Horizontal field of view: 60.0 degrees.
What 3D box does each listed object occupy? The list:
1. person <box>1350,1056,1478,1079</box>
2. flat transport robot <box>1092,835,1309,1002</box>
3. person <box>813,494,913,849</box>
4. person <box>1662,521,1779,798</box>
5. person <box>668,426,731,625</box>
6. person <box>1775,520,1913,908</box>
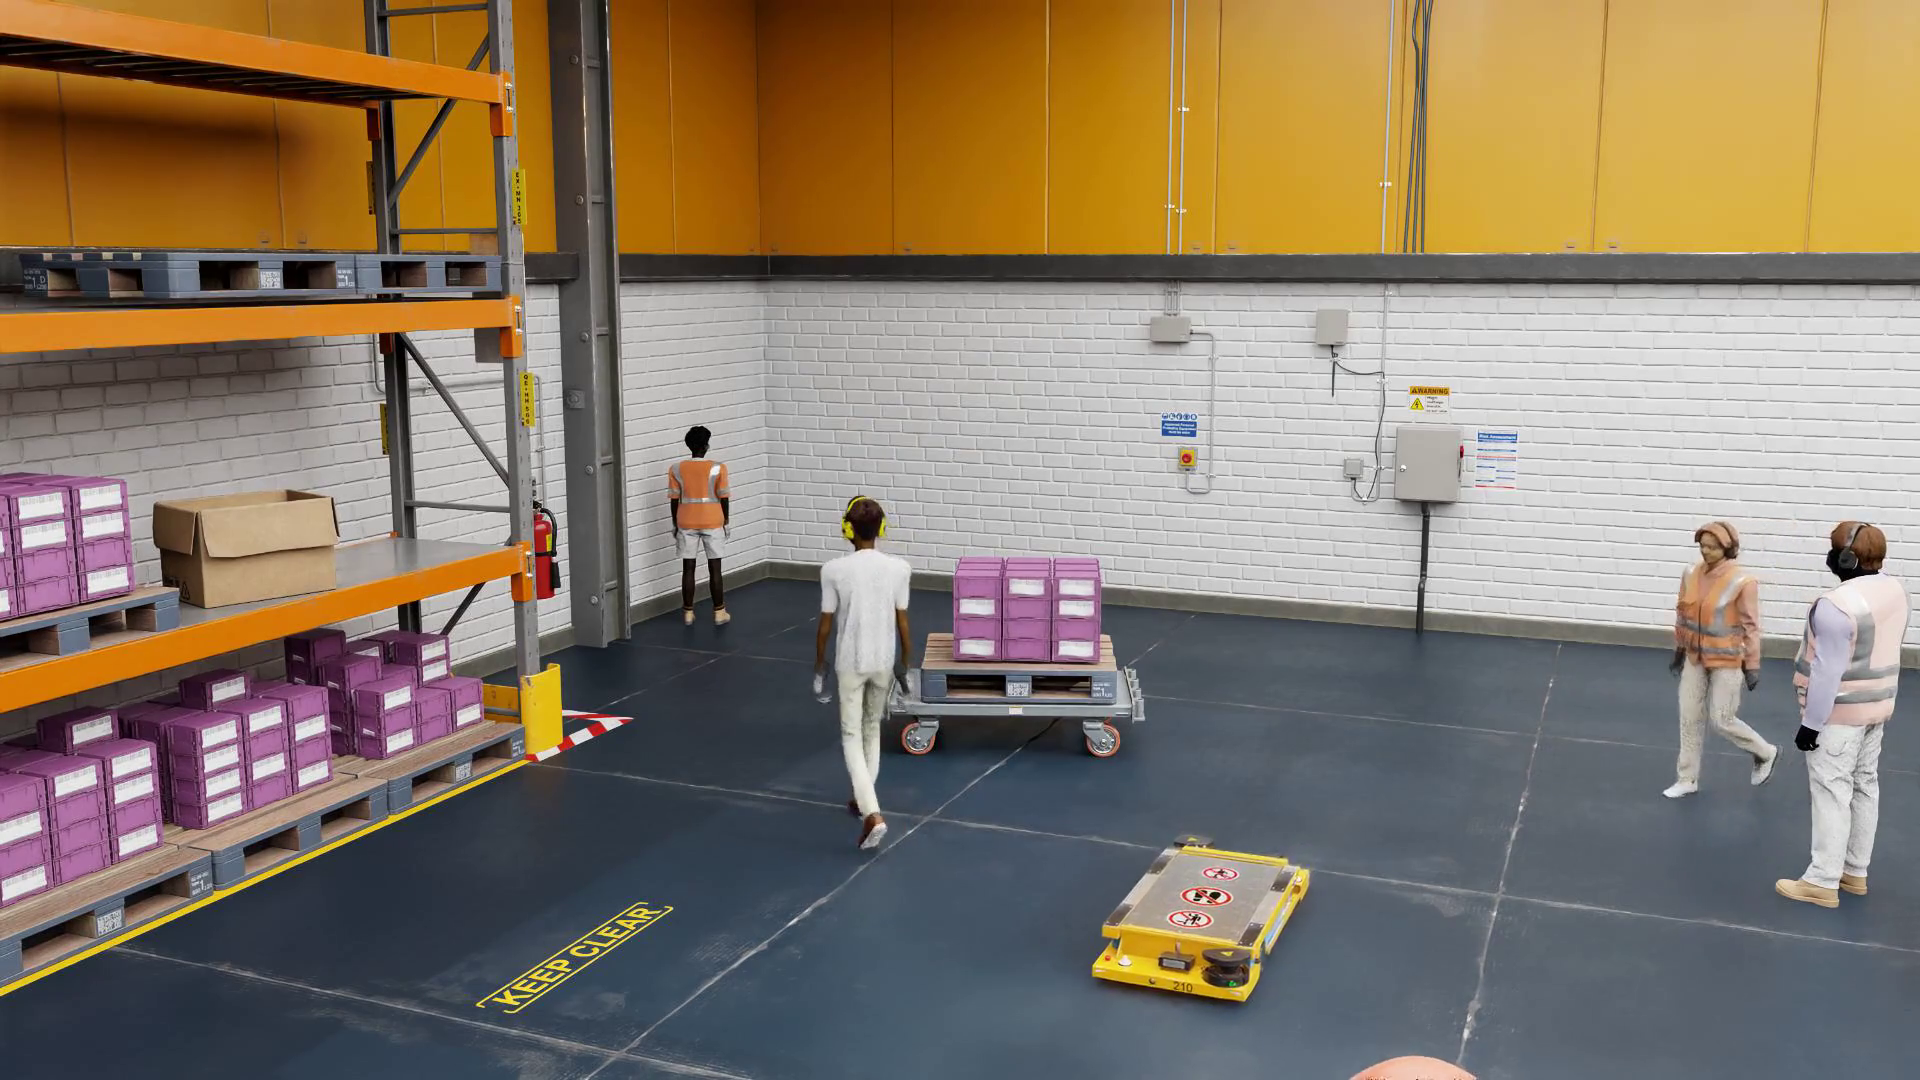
[{"bbox_3d":[0.632,1.663,2.363,0.614,1.988,0.396,8,13,42],"label":"person"},{"bbox_3d":[1.122,1.670,7.512,0.652,0.197,1.431,4,10,22],"label":"flat transport robot"},{"bbox_3d":[-0.503,0.676,8.811,0.536,1.841,0.887,-4,10,-21],"label":"person"},{"bbox_3d":[4.342,0.680,9.444,0.553,1.618,0.545,-4,10,-21],"label":"person"},{"bbox_3d":[-2.191,-0.118,14.052,0.530,1.692,0.321,1,9,4],"label":"person"},{"bbox_3d":[4.195,0.820,7.916,0.627,1.845,0.429,-6,11,-33],"label":"person"}]
